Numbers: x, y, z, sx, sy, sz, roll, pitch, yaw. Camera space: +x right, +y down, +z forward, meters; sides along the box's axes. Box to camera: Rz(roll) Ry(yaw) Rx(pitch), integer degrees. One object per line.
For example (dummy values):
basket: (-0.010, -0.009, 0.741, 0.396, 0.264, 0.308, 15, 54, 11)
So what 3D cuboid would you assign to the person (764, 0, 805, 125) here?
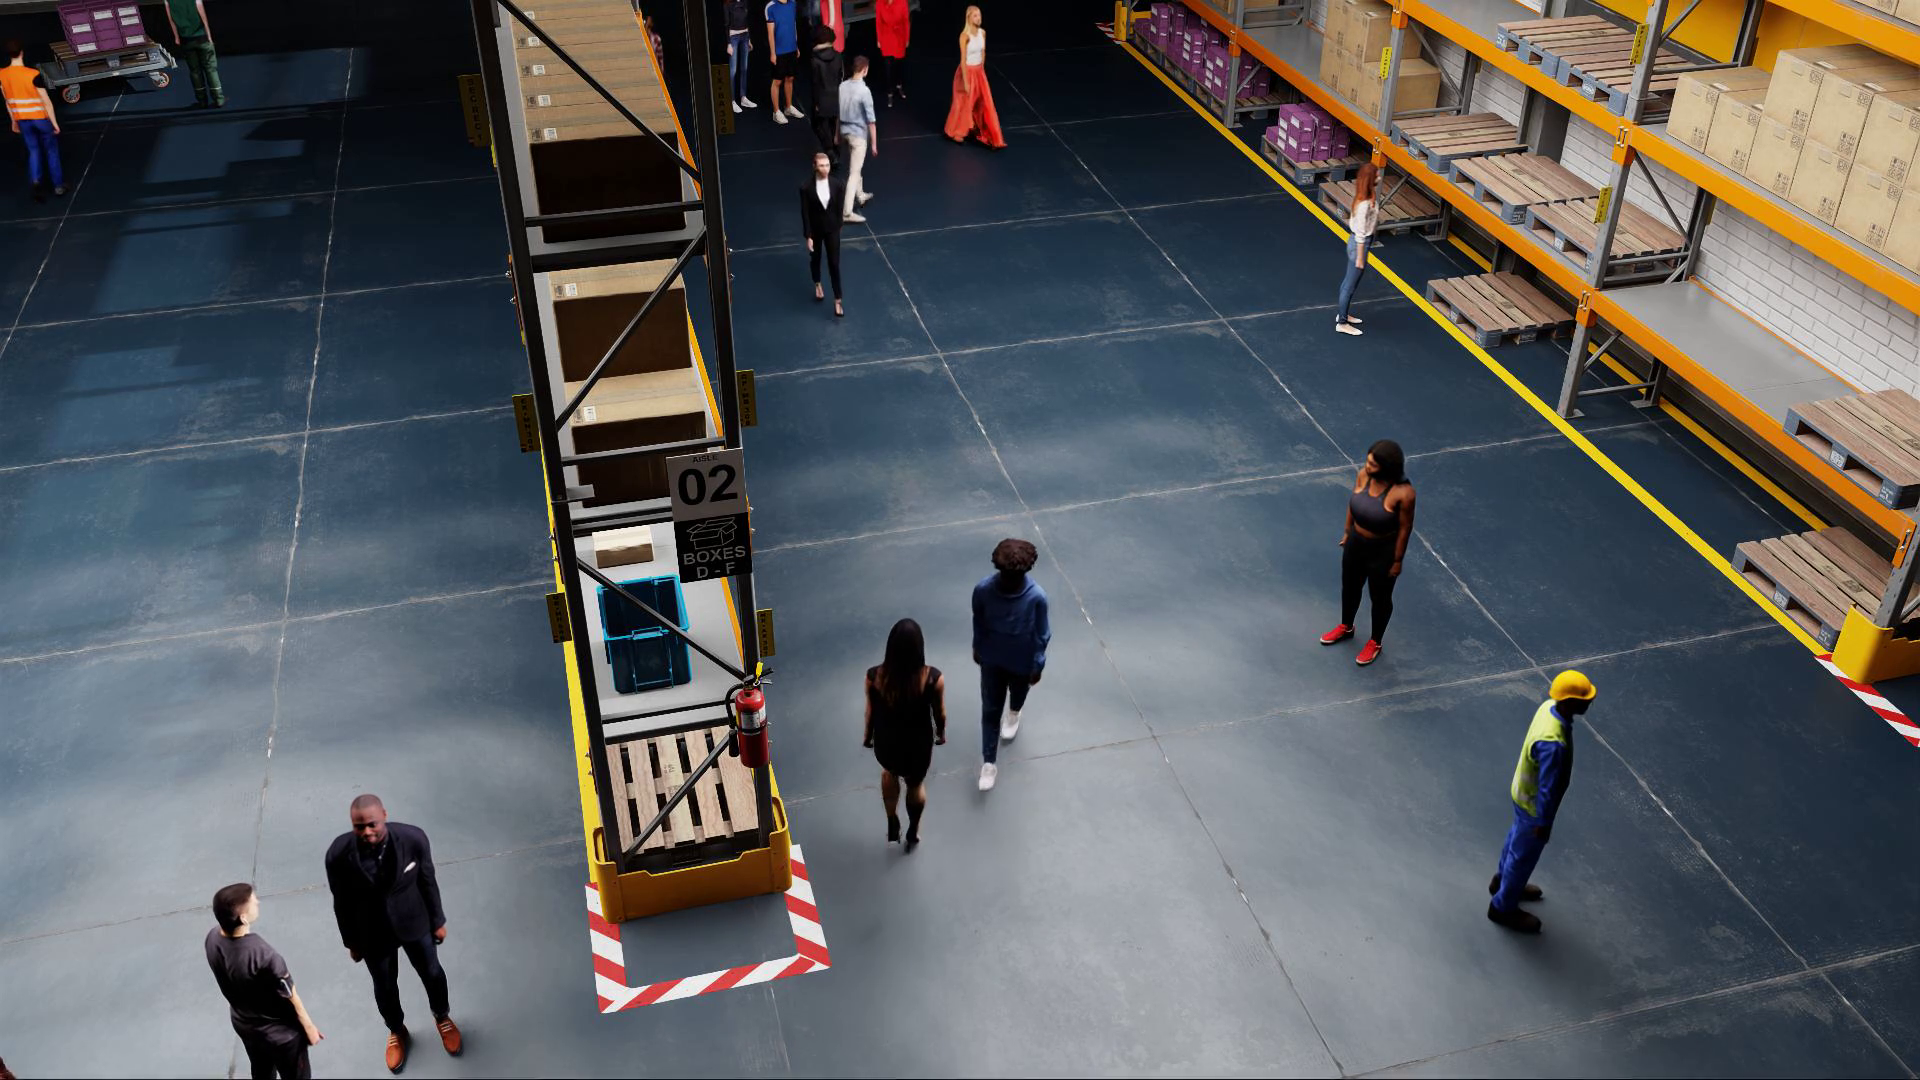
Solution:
person: (-2.301, -6.384, 21.574, 0.766, 1.865, 0.750, 28, 42, 35)

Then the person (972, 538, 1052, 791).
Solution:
person: (0.345, 0.702, 11.012, 0.986, 1.757, 1.268, 5, 34, 7)

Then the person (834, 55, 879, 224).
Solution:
person: (-1.257, -4.526, 18.833, 1.093, 1.805, 1.082, -25, 41, -32)

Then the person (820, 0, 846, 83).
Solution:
person: (-1.674, -6.732, 22.132, 0.712, 1.828, 0.570, 4, 34, 6)

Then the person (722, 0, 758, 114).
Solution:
person: (-2.927, -6.561, 21.911, 0.690, 1.787, 0.666, 26, 42, 34)

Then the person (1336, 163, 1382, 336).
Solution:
person: (3.941, -2.896, 16.449, 0.710, 1.729, 0.596, 8, 34, 12)

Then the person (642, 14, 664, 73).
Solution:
person: (-4.084, -6.218, 21.864, 0.540, 1.268, 0.879, -10, 35, -14)

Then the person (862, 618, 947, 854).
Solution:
person: (-0.347, 1.279, 10.191, 0.759, 1.705, 0.762, 1, 34, 1)

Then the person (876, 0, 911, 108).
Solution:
person: (-0.878, -6.657, 22.130, 0.706, 1.705, 0.847, -3, 34, -4)

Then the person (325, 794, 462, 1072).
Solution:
person: (-3.024, 2.065, 8.905, 0.705, 1.818, 0.614, -11, 35, -17)

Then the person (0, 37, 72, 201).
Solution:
person: (-10.738, -4.817, 19.213, 0.775, 1.870, 1.002, -3, 34, -5)

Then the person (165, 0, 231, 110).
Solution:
person: (-10.123, -6.648, 21.993, 0.677, 1.841, 0.633, -2, 34, -4)

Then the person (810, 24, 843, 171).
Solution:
person: (-1.540, -5.278, 20.002, 0.739, 1.764, 0.798, -21, 39, -28)

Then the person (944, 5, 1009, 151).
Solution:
person: (0.067, -5.742, 20.718, 1.008, 1.743, 1.323, -27, 42, -34)

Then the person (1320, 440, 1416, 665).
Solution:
person: (2.972, 0.053, 11.937, 0.834, 1.813, 0.709, -25, 41, -33)

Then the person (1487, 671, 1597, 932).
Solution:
person: (3.393, 1.499, 9.762, 0.814, 1.812, 0.719, 12, 35, 17)

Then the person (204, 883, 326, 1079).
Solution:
person: (-3.500, 2.433, 8.404, 0.720, 1.760, 0.764, 15, 37, 22)

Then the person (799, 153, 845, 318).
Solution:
person: (-1.416, -3.119, 16.849, 0.599, 1.658, 1.032, -8, 35, -12)
